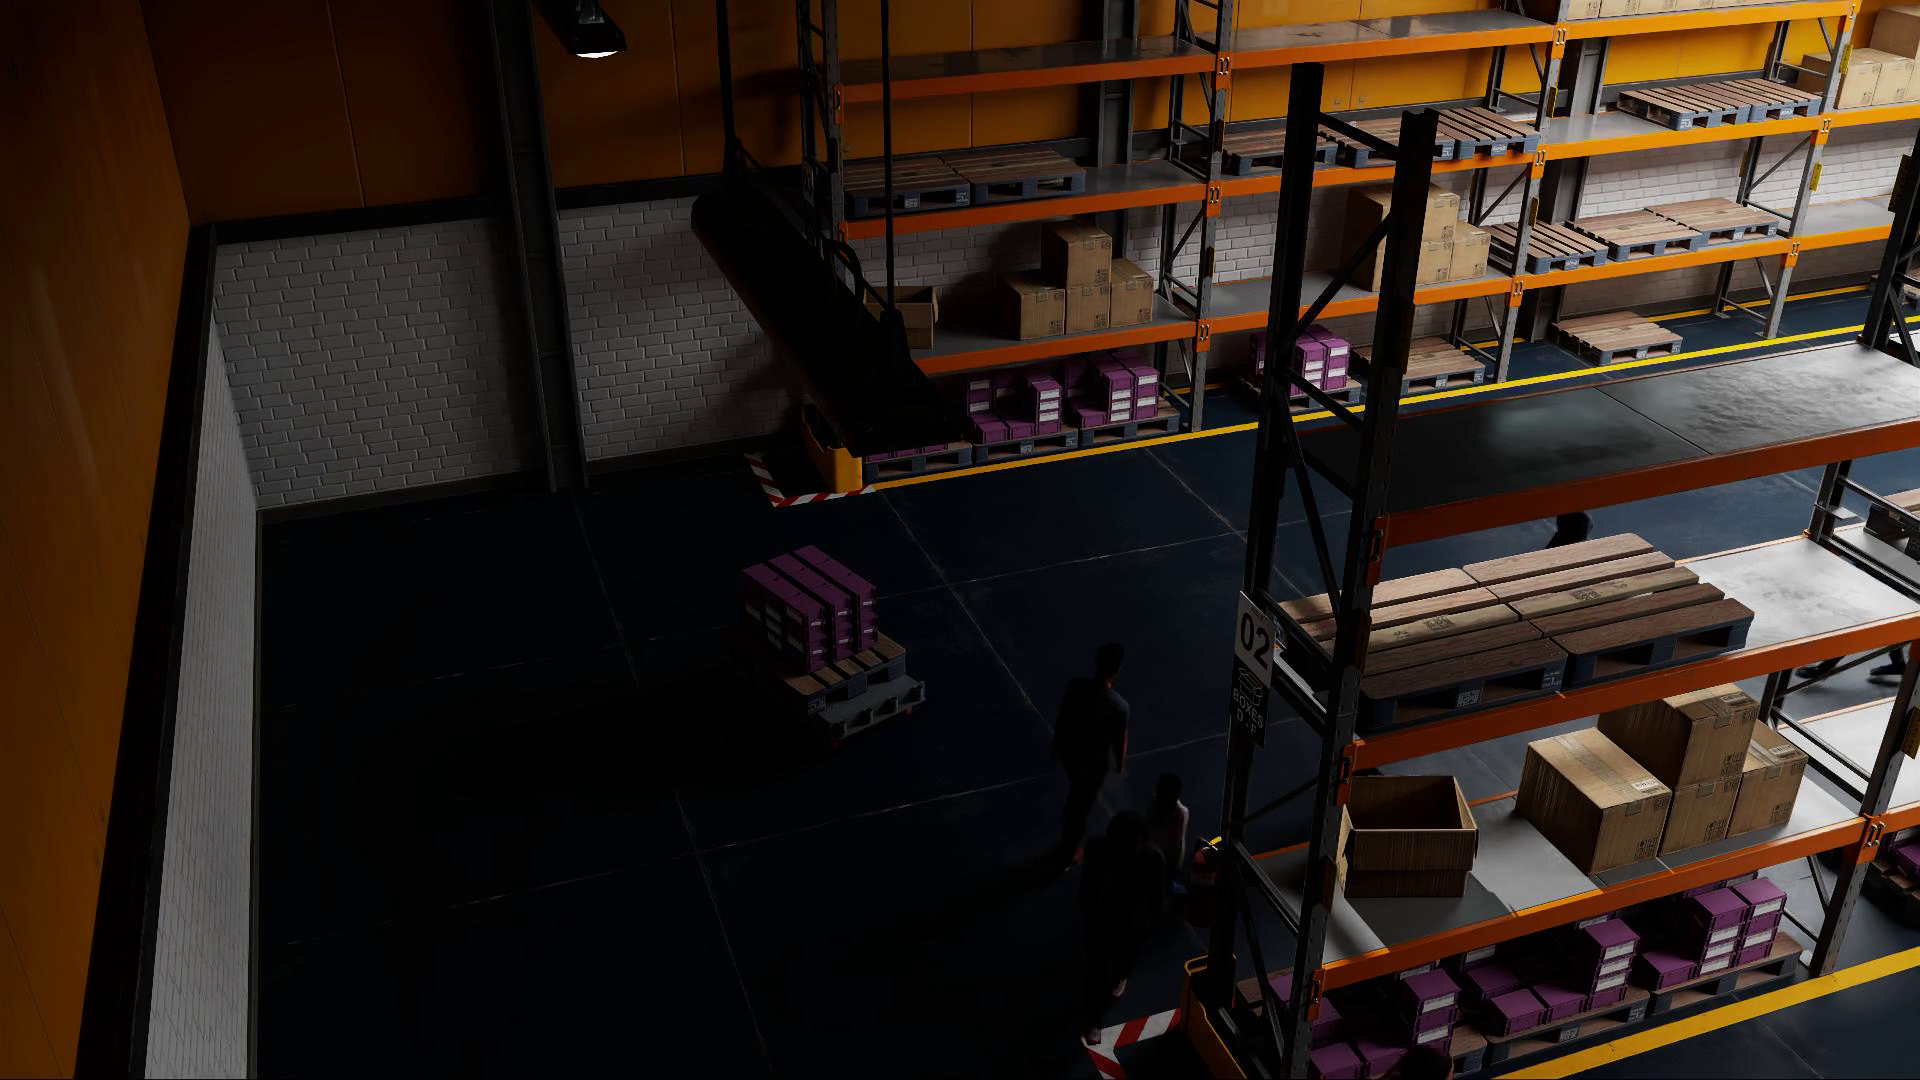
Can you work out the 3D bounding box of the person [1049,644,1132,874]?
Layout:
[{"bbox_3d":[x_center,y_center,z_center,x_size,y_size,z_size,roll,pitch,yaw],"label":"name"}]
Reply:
[{"bbox_3d":[0.817,1.559,11.435,0.850,1.773,0.883,17,33,29],"label":"person"}]

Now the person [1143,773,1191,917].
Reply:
[{"bbox_3d":[1.391,2.043,11.098,0.740,1.247,0.629,-21,35,-33],"label":"person"}]

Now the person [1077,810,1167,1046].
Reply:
[{"bbox_3d":[0.998,2.296,10.312,1.106,1.556,1.070,6,29,11],"label":"person"}]

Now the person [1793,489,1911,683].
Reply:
[{"bbox_3d":[7.585,0.407,13.549,1.308,1.773,1.036,3,29,5],"label":"person"}]
